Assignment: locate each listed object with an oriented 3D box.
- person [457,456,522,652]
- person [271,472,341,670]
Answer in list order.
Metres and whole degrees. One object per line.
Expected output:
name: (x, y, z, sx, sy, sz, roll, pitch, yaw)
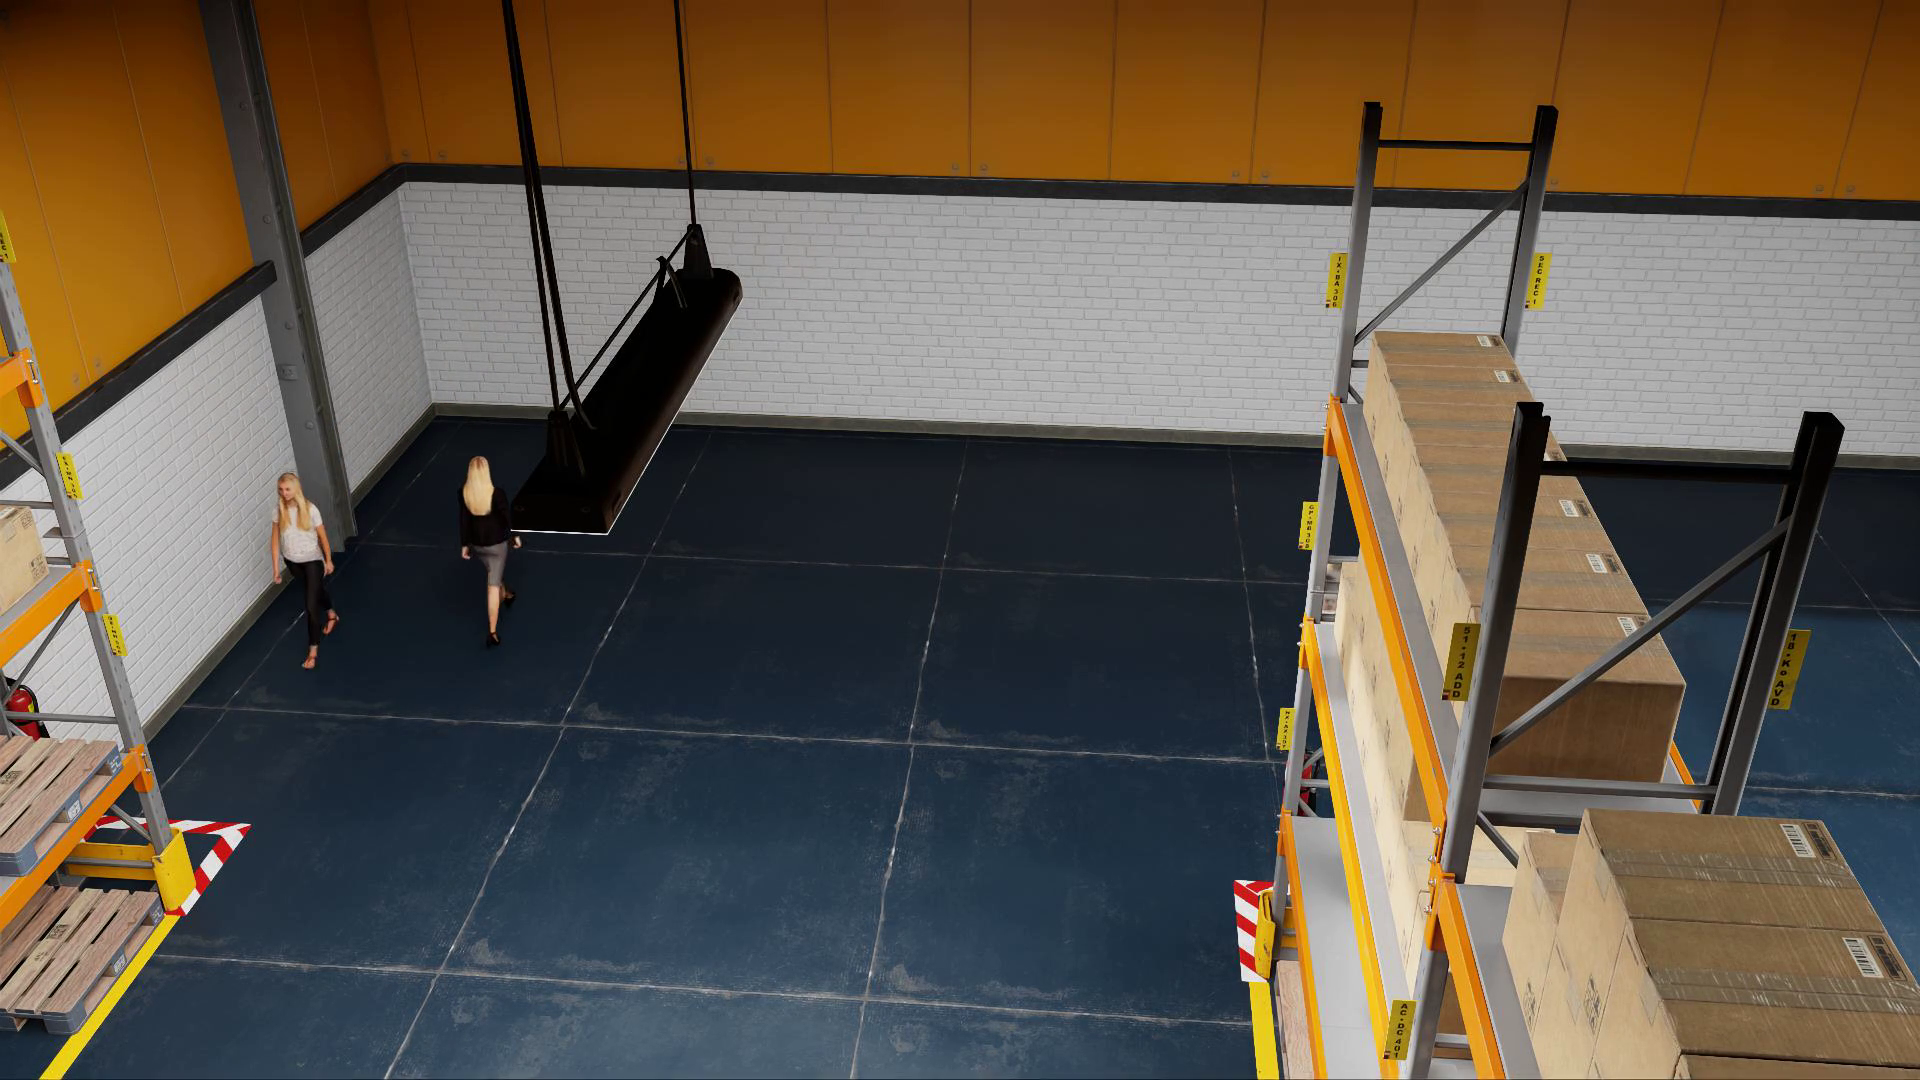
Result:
person: (-4.265, 0.157, 14.986, 0.626, 1.795, 1.105, 2, 29, 3)
person: (-5.859, 0.187, 14.956, 0.640, 1.772, 1.207, 1, 29, 1)
